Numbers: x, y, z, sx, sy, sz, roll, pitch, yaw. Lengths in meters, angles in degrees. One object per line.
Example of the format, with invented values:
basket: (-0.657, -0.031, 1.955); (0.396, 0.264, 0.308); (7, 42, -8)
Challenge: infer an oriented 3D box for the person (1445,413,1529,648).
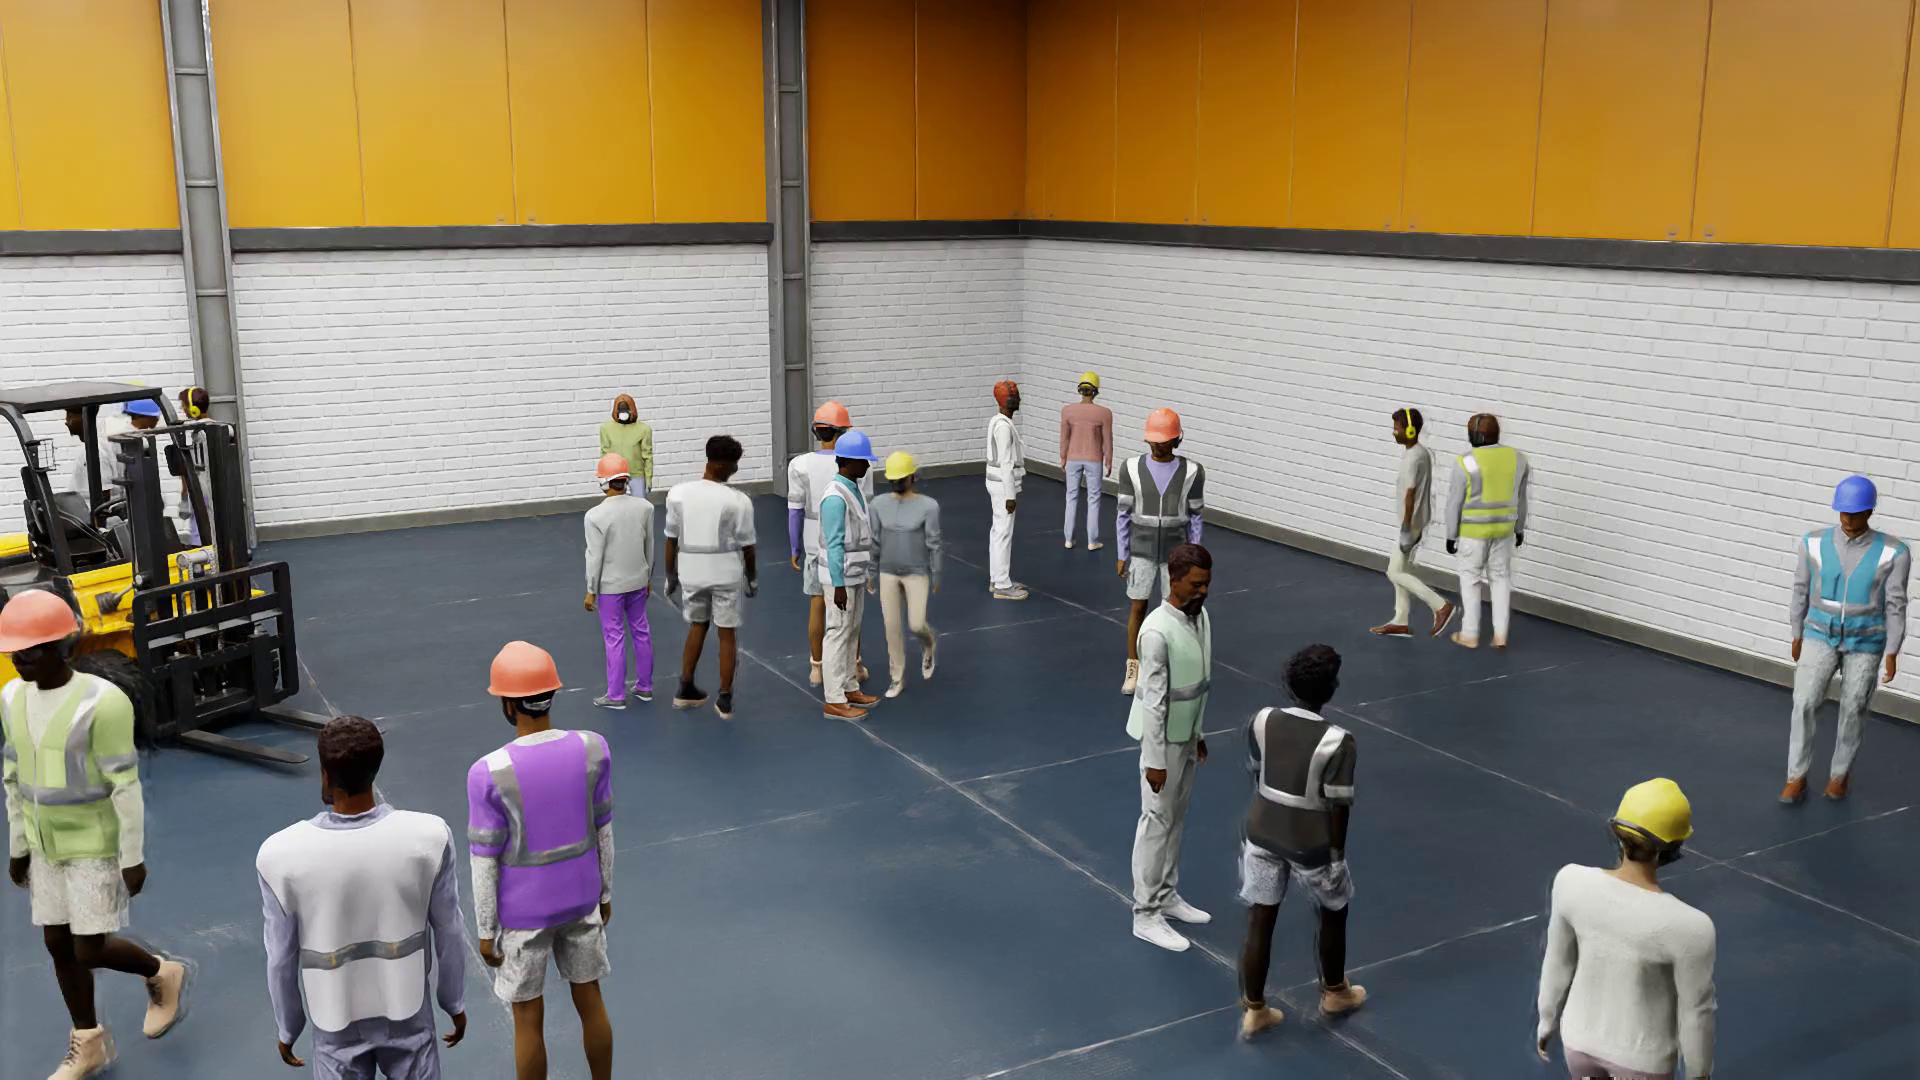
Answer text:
person: (4.043, -0.052, 12.740); (0.686, 1.832, 0.502); (-2, 12, -11)

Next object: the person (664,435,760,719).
person: (-1.671, 0.241, 11.114); (0.695, 1.925, 0.491); (2, 12, 11)

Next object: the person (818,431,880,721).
person: (-0.745, 0.234, 11.114); (0.415, 1.939, 0.605); (2, 12, 11)

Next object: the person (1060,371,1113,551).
person: (1.234, -0.769, 16.244); (0.532, 1.756, 0.344); (4, 13, 16)

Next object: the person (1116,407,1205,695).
person: (1.387, 0.087, 11.567); (0.605, 2.036, 0.393); (1, 12, 5)

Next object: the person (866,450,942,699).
person: (-0.377, 0.222, 11.603); (0.528, 1.751, 0.477); (4, 13, 16)

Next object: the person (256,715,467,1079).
person: (-1.868, 1.485, 5.283); (0.593, 1.921, 0.388); (-4, 13, -20)

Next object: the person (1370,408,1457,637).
person: (3.559, -0.116, 12.959); (0.560, 1.847, 0.547); (5, 13, 21)

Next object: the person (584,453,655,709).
person: (-2.332, 0.275, 11.346); (0.327, 1.753, 0.563); (10, 16, 40)

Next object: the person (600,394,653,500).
person: (-3.126, -0.573, 15.647); (0.491, 1.624, 0.308); (0, 12, 0)

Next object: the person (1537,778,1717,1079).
person: (2.095, 1.580, 5.223); (0.363, 1.751, 0.550); (-10, 15, -38)

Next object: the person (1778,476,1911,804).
person: (5.018, 0.595, 9.463); (0.611, 1.923, 0.728); (8, 15, 34)

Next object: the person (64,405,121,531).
person: (-6.688, -0.161, 12.892); (0.361, 1.964, 0.617); (-6, 14, -27)

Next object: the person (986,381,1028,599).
person: (0.402, -0.434, 14.367); (0.356, 1.884, 0.574); (-1, 12, -5)

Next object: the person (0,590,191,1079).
person: (-3.449, 1.161, 6.562); (0.624, 2.026, 0.570); (4, 13, 20)

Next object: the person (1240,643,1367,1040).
person: (1.462, 1.245, 6.995); (0.550, 1.666, 0.736); (11, 16, 41)

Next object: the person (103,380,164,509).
person: (-7.277, -0.449, 14.464); (0.614, 1.879, 0.718); (8, 14, 32)

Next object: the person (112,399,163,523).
person: (-6.635, -0.267, 13.510); (0.525, 1.912, 0.638); (-4, 13, -16)

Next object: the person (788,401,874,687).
person: (-0.901, 0.035, 11.793); (0.615, 2.039, 0.382); (1, 12, 3)

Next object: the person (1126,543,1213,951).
person: (0.997, 0.944, 7.840); (0.396, 1.913, 0.590); (6, 14, 27)

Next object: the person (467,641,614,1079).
person: (-1.529, 1.312, 6.087); (0.546, 1.930, 0.394); (-9, 15, -36)

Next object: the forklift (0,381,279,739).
forklift: (-5.853, 0.085, 11.199); (2.313, 2.155, 1.214); (7, 14, 28)
